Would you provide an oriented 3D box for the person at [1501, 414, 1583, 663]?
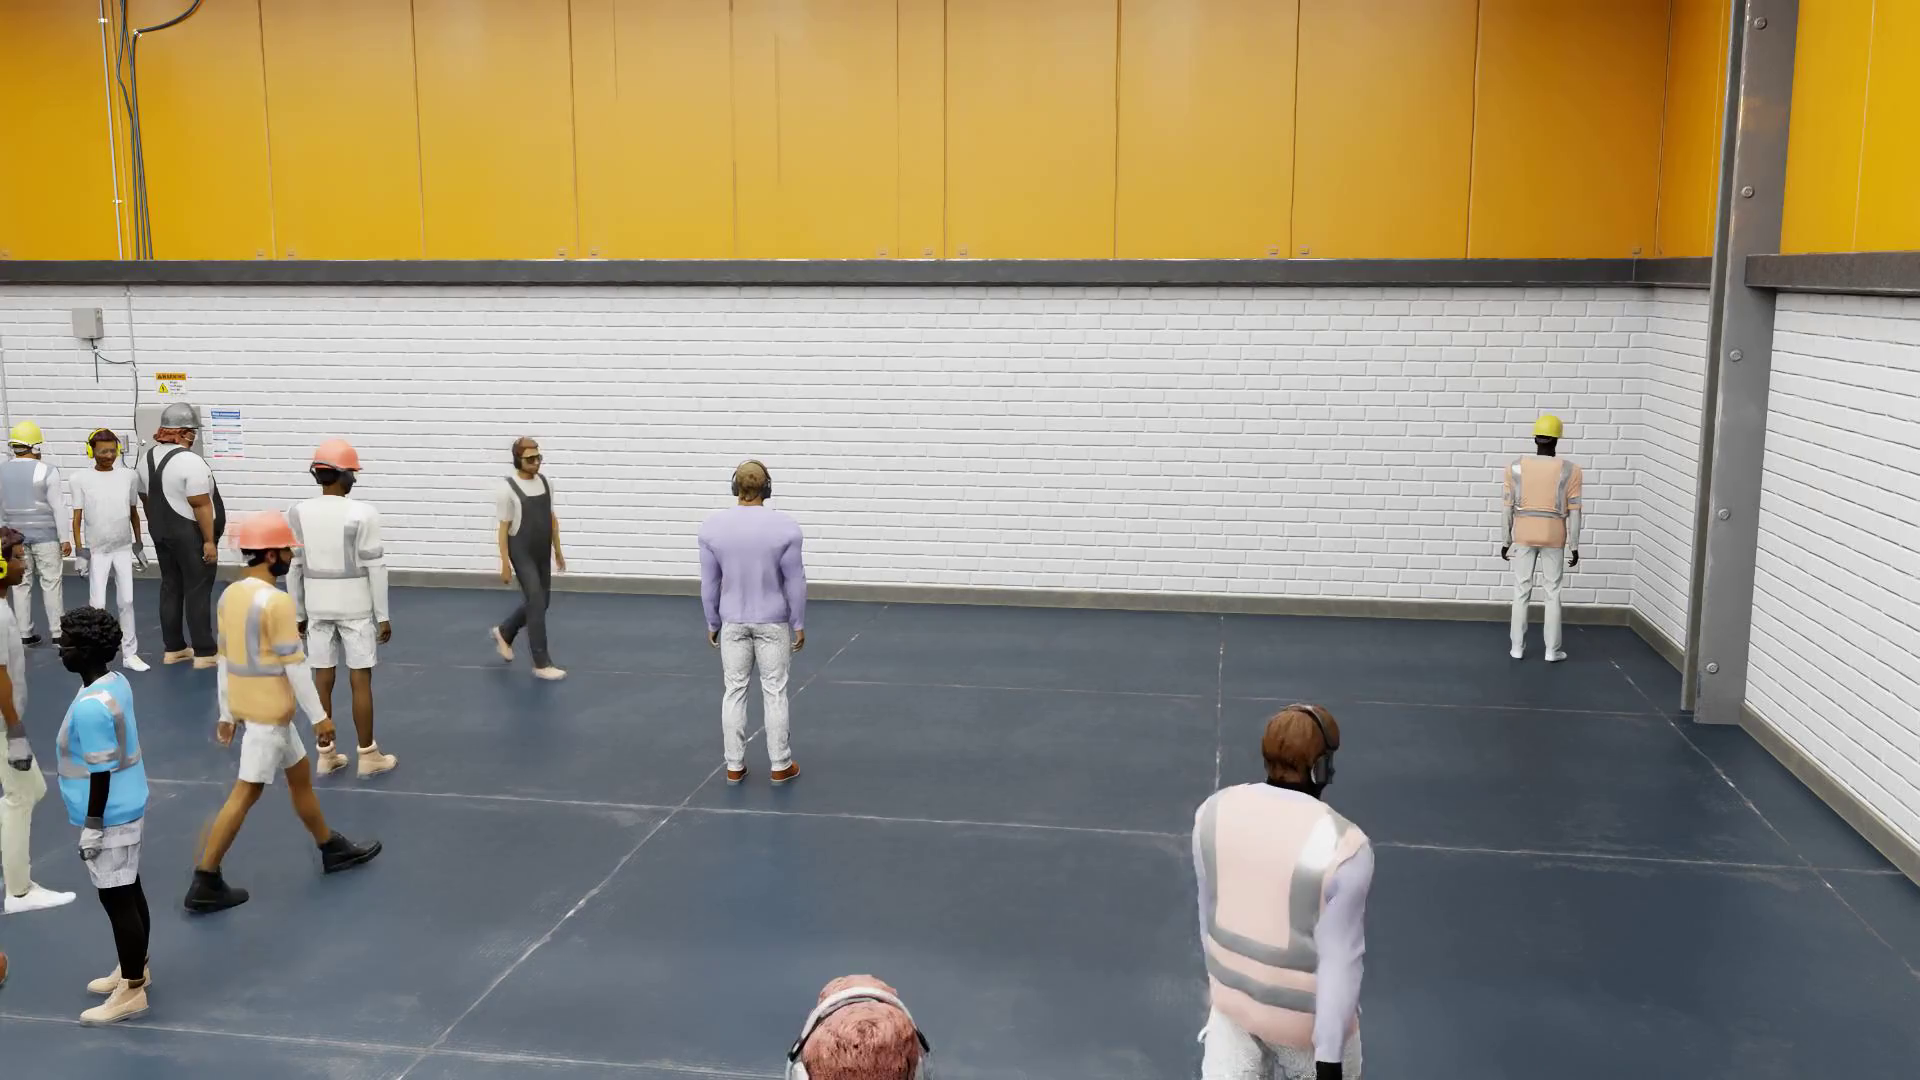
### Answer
[{"bbox_3d":[4.507,-0.011,12.912,0.592,1.925,0.385,5,10,28],"label":"person"}]

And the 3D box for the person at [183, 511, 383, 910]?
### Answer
[{"bbox_3d":[-3.343,0.805,8.034,1.014,1.890,0.546,-9,13,-43],"label":"person"}]

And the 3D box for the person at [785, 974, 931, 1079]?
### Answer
[{"bbox_3d":[-0.196,1.640,2.910,0.679,1.860,0.952,-3,10,-16],"label":"person"}]

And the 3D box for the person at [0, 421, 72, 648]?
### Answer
[{"bbox_3d":[-7.425,-0.037,13.359,0.586,1.835,0.403,0,9,1],"label":"person"}]

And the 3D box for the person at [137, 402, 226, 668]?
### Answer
[{"bbox_3d":[-5.915,-0.046,12.779,0.689,2.000,0.538,5,11,29],"label":"person"}]

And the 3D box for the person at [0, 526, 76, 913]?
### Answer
[{"bbox_3d":[-4.508,0.862,7.757,0.472,1.853,0.527,-6,11,-34],"label":"person"}]

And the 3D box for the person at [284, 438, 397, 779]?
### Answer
[{"bbox_3d":[-3.694,0.412,9.957,0.615,2.038,0.395,1,9,8],"label":"person"}]

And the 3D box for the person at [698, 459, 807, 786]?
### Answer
[{"bbox_3d":[-1.209,0.491,9.786,0.631,1.940,0.372,1,9,5],"label":"person"}]

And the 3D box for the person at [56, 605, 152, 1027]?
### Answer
[{"bbox_3d":[-3.470,1.103,6.751,0.318,1.697,0.535,-3,10,-20],"label":"person"}]

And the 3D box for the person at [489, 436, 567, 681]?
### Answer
[{"bbox_3d":[-3.273,0.119,12.467,0.801,1.821,0.524,5,11,29],"label":"person"}]

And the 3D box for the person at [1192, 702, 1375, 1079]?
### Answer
[{"bbox_3d":[0.905,1.365,4.879,0.980,1.795,0.629,-9,13,-43],"label":"person"}]

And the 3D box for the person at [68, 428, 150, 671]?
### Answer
[{"bbox_3d":[-6.374,0.092,12.476,0.328,1.865,0.508,9,13,42],"label":"person"}]

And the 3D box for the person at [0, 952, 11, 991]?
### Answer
[{"bbox_3d":[-4.126,1.086,6.350,0.698,1.861,1.023,1,9,3],"label":"person"}]
